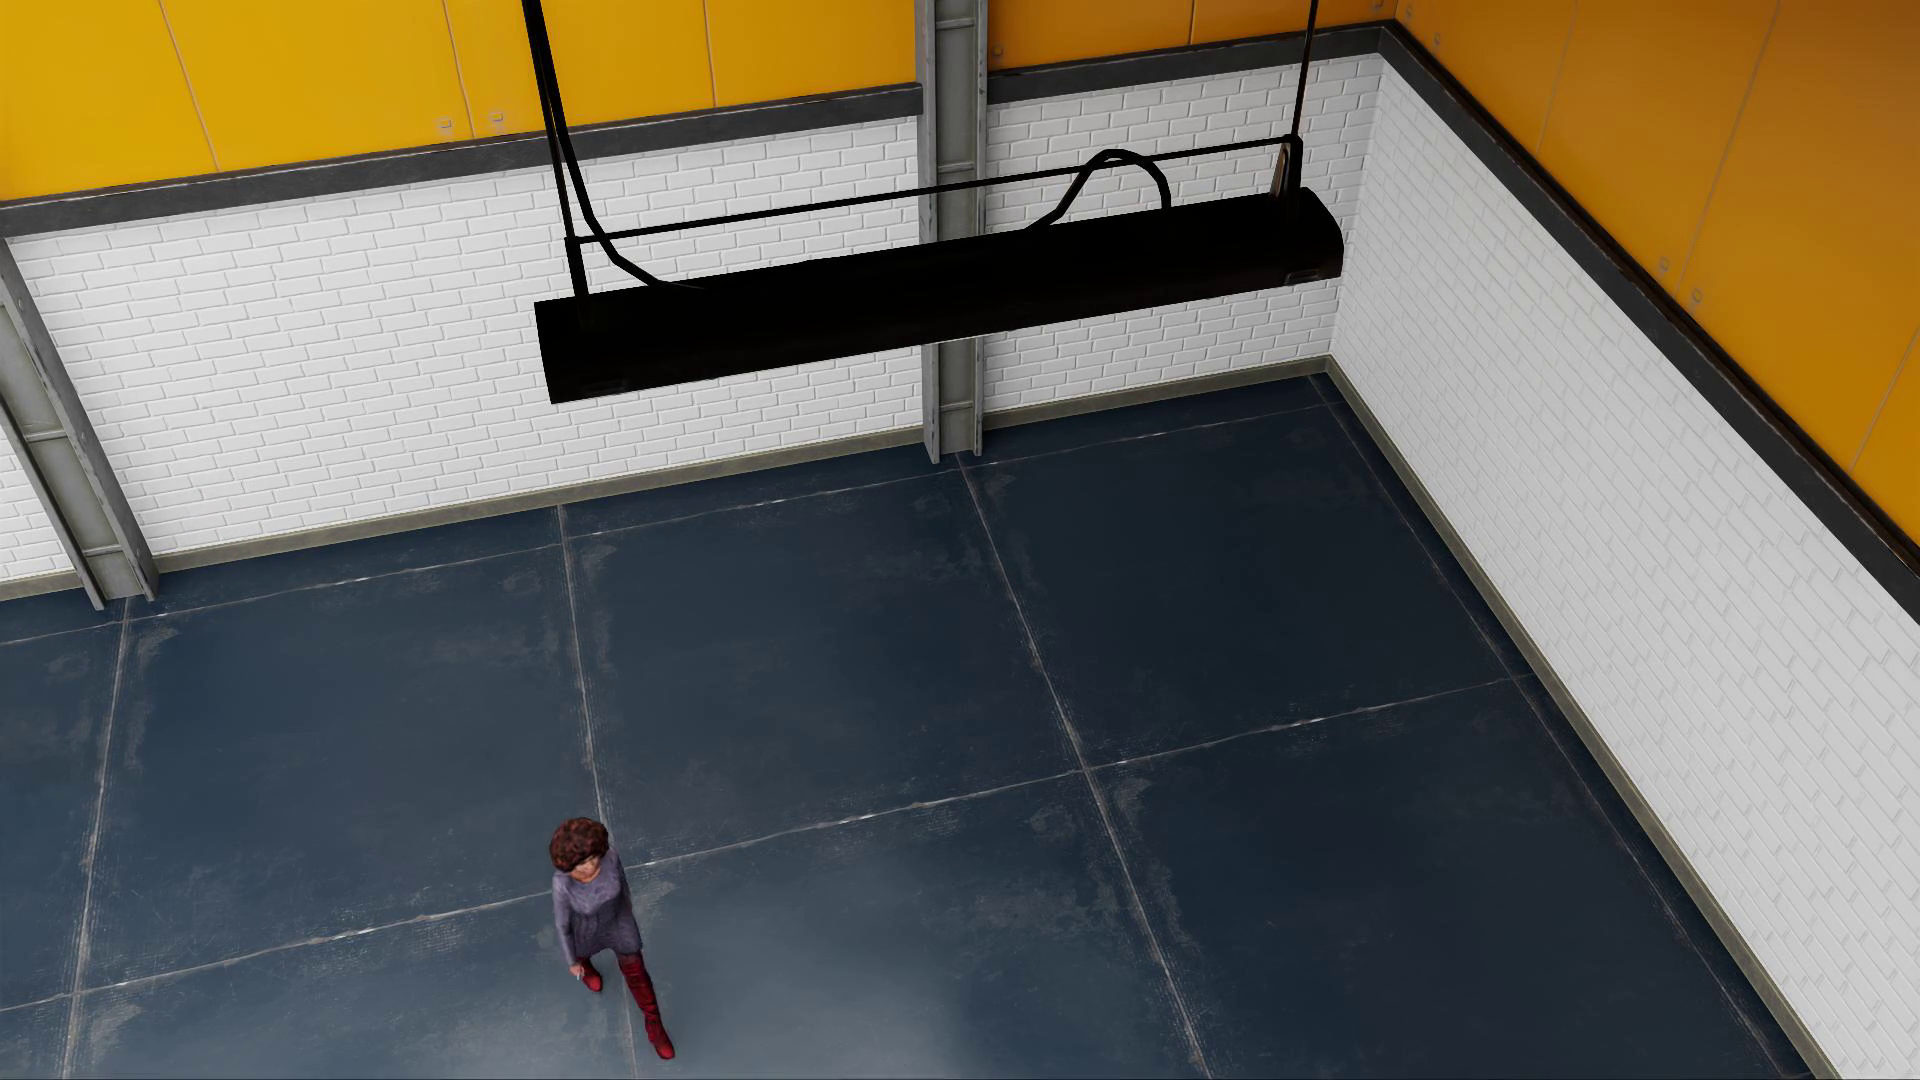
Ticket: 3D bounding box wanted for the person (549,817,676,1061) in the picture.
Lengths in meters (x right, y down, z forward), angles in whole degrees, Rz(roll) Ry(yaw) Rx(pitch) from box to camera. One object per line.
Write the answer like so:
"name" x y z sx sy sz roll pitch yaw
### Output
"person" -1.951 1.991 8.765 1.130 1.665 0.982 -29 51 -27
